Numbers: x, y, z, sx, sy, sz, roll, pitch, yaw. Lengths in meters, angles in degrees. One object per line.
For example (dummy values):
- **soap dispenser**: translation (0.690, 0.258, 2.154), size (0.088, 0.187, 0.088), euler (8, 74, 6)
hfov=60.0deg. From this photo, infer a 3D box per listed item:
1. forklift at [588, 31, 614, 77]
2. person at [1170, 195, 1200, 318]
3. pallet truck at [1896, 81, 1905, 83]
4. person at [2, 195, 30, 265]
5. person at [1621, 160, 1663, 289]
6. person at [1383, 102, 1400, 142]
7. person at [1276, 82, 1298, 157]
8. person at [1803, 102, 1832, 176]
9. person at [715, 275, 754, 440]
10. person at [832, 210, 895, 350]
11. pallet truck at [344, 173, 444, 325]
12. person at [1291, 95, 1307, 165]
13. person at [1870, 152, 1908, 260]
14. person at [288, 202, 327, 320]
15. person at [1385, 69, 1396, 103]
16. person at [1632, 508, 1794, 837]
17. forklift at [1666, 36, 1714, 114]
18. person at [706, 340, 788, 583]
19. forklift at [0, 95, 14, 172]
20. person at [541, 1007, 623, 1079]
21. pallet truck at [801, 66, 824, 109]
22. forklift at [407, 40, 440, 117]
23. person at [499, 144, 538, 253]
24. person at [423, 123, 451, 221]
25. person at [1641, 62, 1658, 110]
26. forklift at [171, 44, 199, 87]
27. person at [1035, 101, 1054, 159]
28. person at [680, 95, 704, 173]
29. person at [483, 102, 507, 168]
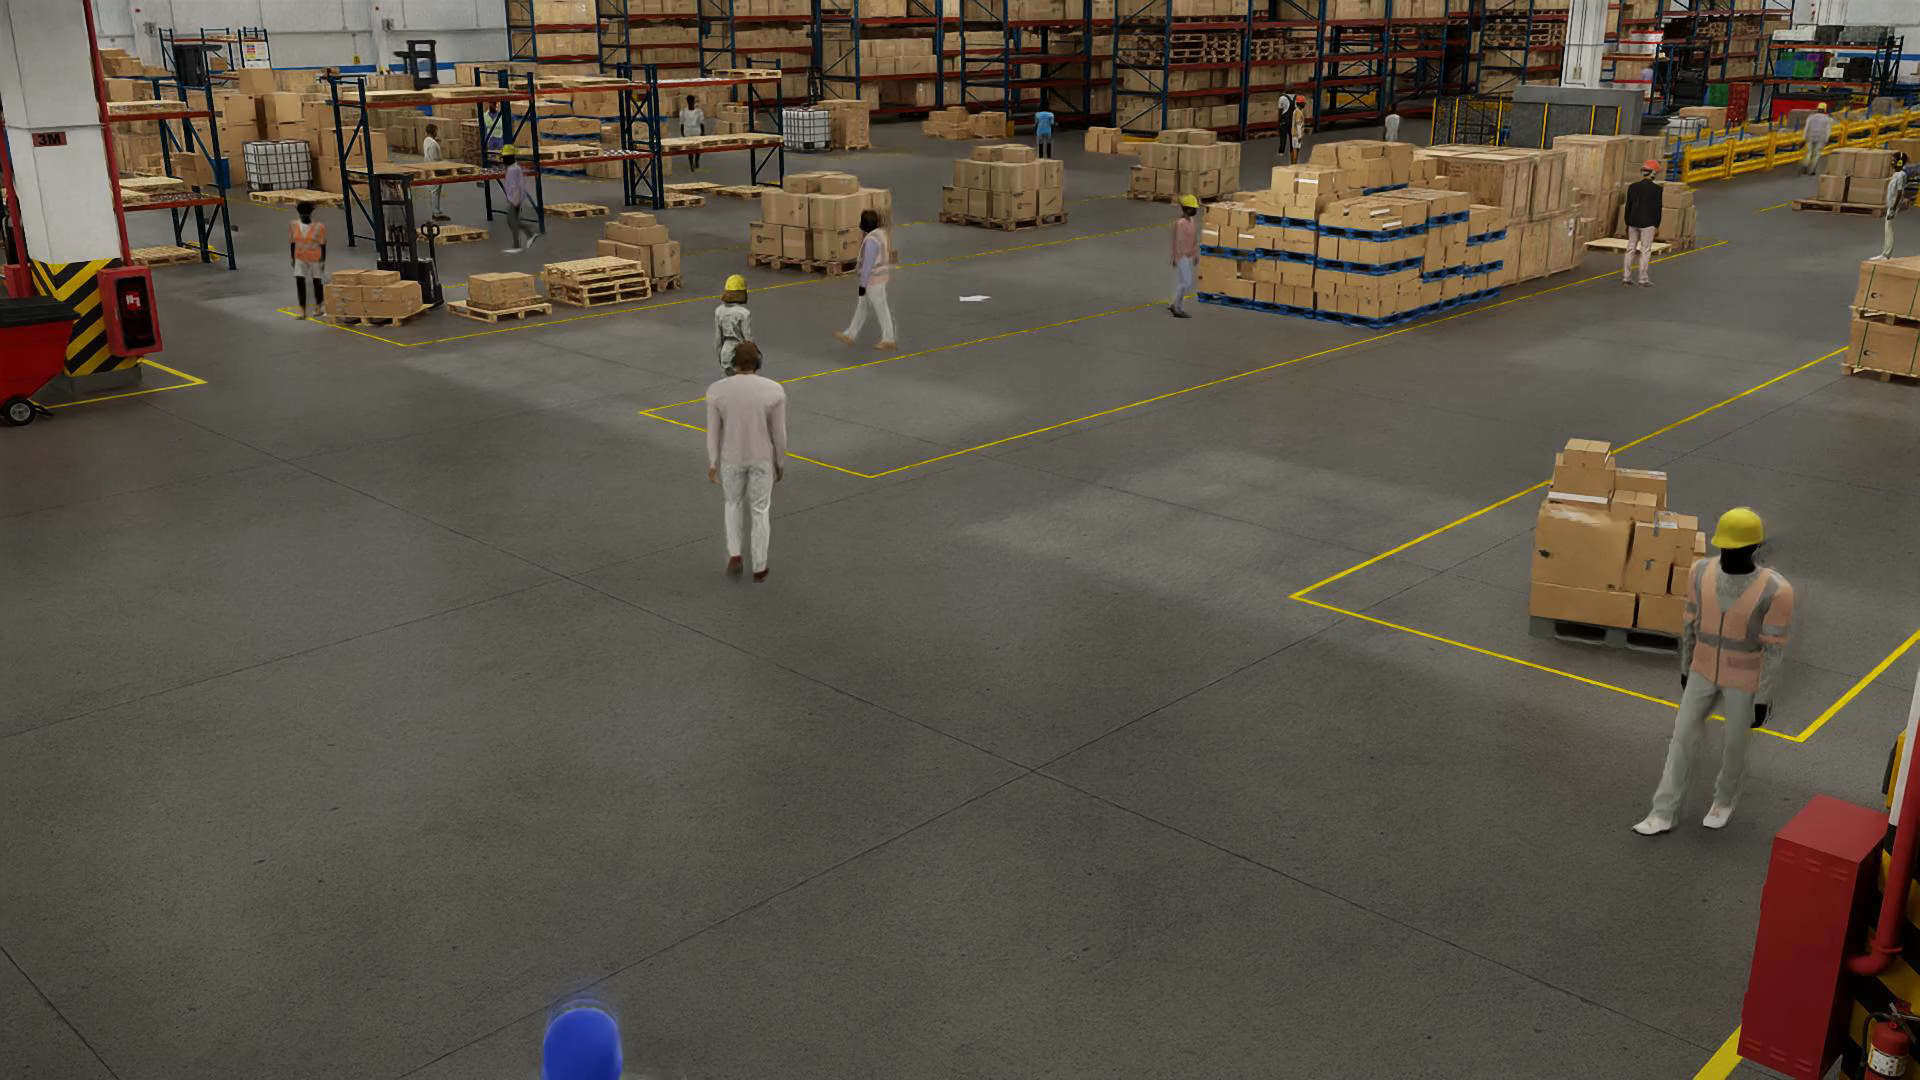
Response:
- **forklift**: translation (-14.626, -19.907, 69.759), size (1.129, 2.768, 1.873), euler (17, 25, 41)
- **person**: translation (3.215, -4.014, 23.627), size (0.388, 1.749, 0.558), euler (11, 21, 30)
- **pallet truck**: translation (34.802, -16.331, 61.455), size (0.653, 1.274, 1.630), euler (17, 25, 41)
- **person**: translation (-12.919, -3.837, 22.971), size (0.504, 1.840, 0.345), euler (0, 18, 0)
- **person**: translation (10.713, -4.947, 26.083), size (0.388, 1.987, 0.608), euler (-13, 22, -34)
- **person**: translation (10.729, -9.938, 41.334), size (0.522, 1.852, 0.642), euler (-12, 22, -33)
- **person**: translation (9.164, -11.785, 46.602), size (0.682, 2.000, 0.538), euler (-5, 19, -16)
- **person**: translation (21.541, -10.076, 41.792), size (0.611, 1.817, 0.425), euler (15, 24, 38)
- **person**: translation (-2.299, -1.871, 17.199), size (0.493, 1.740, 0.325), euler (13, 23, 35)
- **person**: translation (-1.260, -3.366, 21.600), size (0.901, 1.802, 0.654), euler (1, 18, 4)
- **pallet truck**: translation (-8.209, -4.181, 23.757), size (0.823, 1.965, 1.885), euler (3, 19, 9)
- **person**: translation (8.617, -10.322, 42.345), size (0.348, 1.942, 0.548), euler (0, 18, -1)
- **person**: translation (15.962, -5.691, 28.506), size (0.328, 1.872, 0.512), euler (7, 20, 20)
- **person**: translation (-9.244, -3.948, 23.567), size (0.545, 1.656, 0.797), euler (-2, 18, -5)
- **person**: translation (16.283, -17.065, 63.186), size (0.519, 1.592, 0.802), euler (-8, 20, -22)
- **person**: translation (4.113, 0.760, 9.028), size (0.887, 1.889, 0.613), euler (-16, 24, -39)
- **forklift**: translation (27.341, -17.291, 61.877), size (1.129, 2.768, 1.873), euler (17, 25, 41)
- **person**: translation (-1.669, -0.618, 13.174), size (0.635, 1.908, 0.508), euler (-2, 18, -7)
- **forklift**: translation (-24.286, -10.810, 42.349), size (1.129, 2.768, 1.873), euler (17, 25, 41)
- **person**: translation (-1.045, 2.129, 4.869), size (0.625, 1.928, 0.814), euler (-1, 18, -3)
- **pallet truck**: translation (-4.812, -15.182, 56.903), size (0.823, 1.965, 1.885), euler (-9, 21, -26)
- **forklift**: translation (-18.606, -15.964, 57.878), size (1.873, 2.768, 1.129), euler (17, 25, 41)
- **person**: translation (-7.893, -6.066, 29.558), size (0.510, 1.915, 0.603), euler (-5, 19, -16)
- **person**: translation (-10.639, -7.454, 33.711), size (0.372, 1.940, 0.629), euler (-9, 20, -25)
- **person**: translation (25.806, -16.952, 62.396), size (0.632, 1.900, 0.990), euler (16, 24, 39)
- **forklift**: translation (-24.593, -14.348, 53.009), size (1.129, 2.768, 1.873), euler (17, 25, 41)
- **person**: translation (2.267, -10.866, 44.404), size (0.545, 1.661, 0.785), euler (3, 19, 10)
- **person**: translation (-6.866, -10.423, 42.635), size (0.613, 1.948, 0.522), euler (-3, 19, -9)
- **person**: translation (-11.548, -9.994, 41.396), size (0.590, 1.918, 0.386), euler (0, 18, -1)
